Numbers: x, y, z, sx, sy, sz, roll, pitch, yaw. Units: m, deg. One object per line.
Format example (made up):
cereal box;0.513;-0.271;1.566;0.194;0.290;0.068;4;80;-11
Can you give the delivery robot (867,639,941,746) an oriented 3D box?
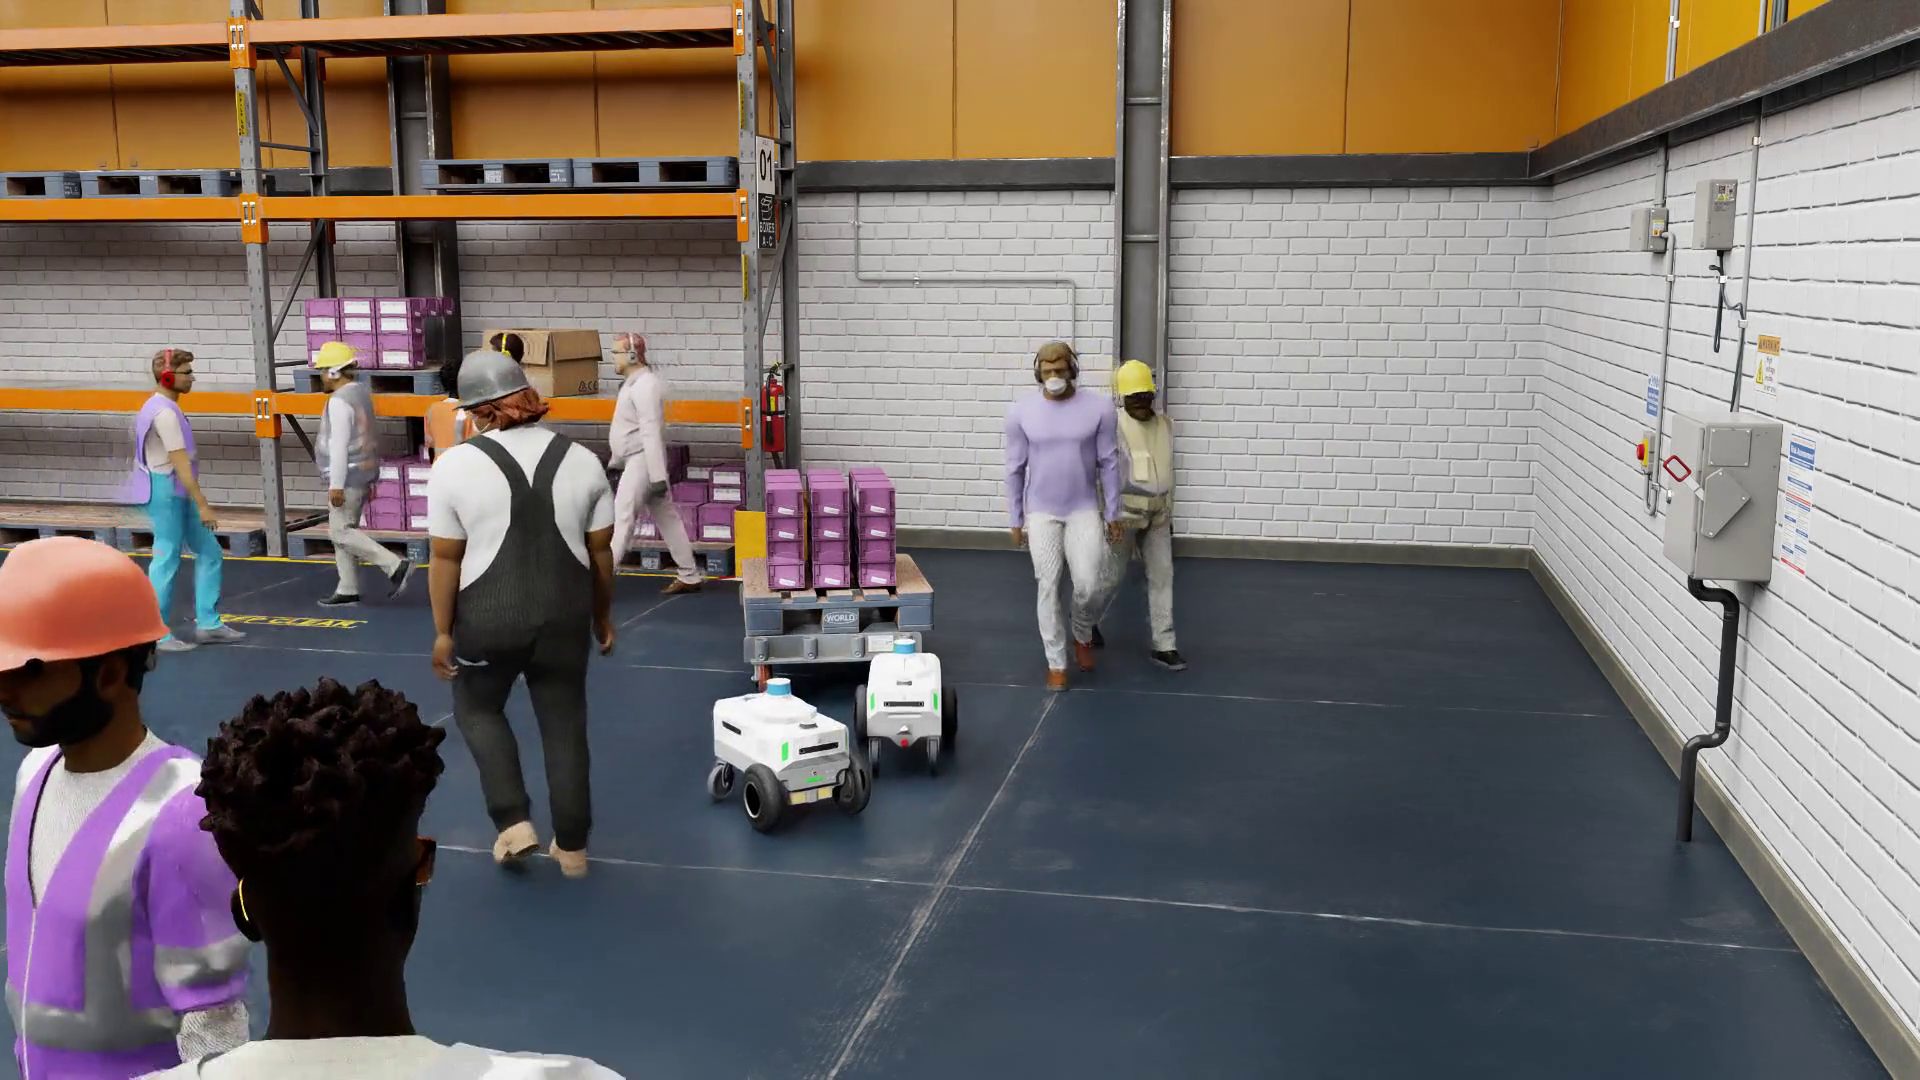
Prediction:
delivery robot;-0.259;0.709;7.820;0.477;0.478;0.707;0;9;-1

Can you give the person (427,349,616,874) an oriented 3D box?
person;-1.662;0.267;6.297;0.737;2.000;0.537;-6;11;-32

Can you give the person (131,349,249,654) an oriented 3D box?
person;-4.583;-0.225;9.918;0.710;1.817;0.571;-3;10;-20

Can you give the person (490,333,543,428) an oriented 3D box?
person;-3.171;-0.528;11.682;0.771;1.835;0.565;0;9;2

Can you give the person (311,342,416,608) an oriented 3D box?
person;-4.038;-0.426;11.174;0.597;1.807;0.600;-1;9;-7

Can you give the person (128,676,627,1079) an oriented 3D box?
person;-0.568;1.095;1.615;0.609;1.941;0.902;1;9;6

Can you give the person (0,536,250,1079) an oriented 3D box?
person;-1.301;0.920;2.774;0.550;1.913;0.866;7;11;35

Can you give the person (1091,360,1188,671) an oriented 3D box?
person;0.977;-0.168;9.712;0.612;1.789;0.867;-6;11;-31

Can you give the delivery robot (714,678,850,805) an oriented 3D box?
delivery robot;-0.768;0.832;7.081;0.477;0.478;0.707;-6;11;-33

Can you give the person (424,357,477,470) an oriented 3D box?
person;-3.377;-0.377;11.213;0.536;1.696;0.322;6;11;32

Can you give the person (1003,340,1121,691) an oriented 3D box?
person;0.553;-0.133;9.082;0.644;1.918;0.473;1;9;4

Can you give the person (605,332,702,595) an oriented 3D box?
person;-2.259;-0.504;11.503;0.980;1.854;0.653;-2;10;-11
